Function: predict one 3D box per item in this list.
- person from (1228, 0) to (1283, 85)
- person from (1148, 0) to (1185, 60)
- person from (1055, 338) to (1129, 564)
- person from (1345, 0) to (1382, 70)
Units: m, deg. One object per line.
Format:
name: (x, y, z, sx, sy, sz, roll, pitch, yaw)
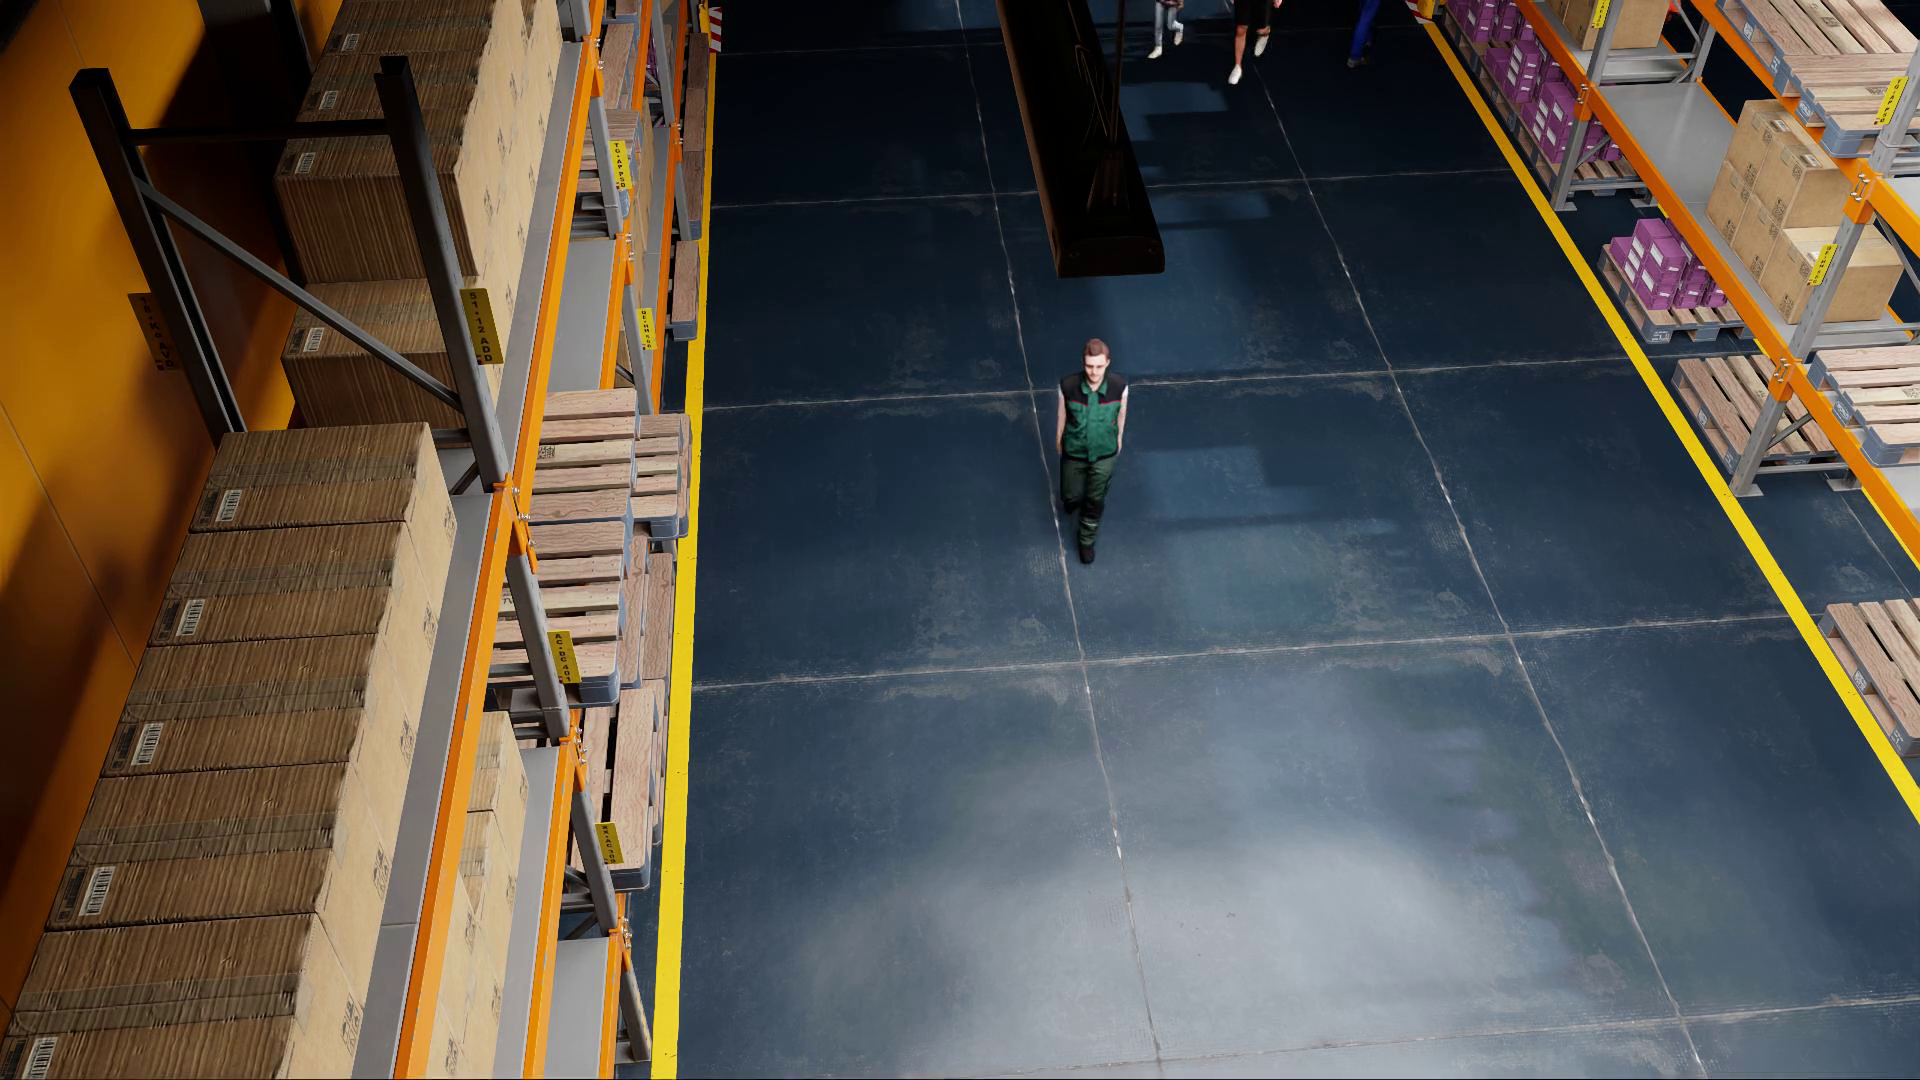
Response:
person: (3.040, -5.597, 16.852, 1.000, 1.841, 1.205, 18, 46, 18)
person: (2.201, -5.681, 17.337, 0.783, 1.293, 0.856, 28, 50, 26)
person: (0.913, -0.697, 11.717, 0.668, 1.829, 0.916, 0, 44, 0)
person: (4.151, -5.742, 16.999, 1.201, 1.848, 1.151, -33, 53, -30)
